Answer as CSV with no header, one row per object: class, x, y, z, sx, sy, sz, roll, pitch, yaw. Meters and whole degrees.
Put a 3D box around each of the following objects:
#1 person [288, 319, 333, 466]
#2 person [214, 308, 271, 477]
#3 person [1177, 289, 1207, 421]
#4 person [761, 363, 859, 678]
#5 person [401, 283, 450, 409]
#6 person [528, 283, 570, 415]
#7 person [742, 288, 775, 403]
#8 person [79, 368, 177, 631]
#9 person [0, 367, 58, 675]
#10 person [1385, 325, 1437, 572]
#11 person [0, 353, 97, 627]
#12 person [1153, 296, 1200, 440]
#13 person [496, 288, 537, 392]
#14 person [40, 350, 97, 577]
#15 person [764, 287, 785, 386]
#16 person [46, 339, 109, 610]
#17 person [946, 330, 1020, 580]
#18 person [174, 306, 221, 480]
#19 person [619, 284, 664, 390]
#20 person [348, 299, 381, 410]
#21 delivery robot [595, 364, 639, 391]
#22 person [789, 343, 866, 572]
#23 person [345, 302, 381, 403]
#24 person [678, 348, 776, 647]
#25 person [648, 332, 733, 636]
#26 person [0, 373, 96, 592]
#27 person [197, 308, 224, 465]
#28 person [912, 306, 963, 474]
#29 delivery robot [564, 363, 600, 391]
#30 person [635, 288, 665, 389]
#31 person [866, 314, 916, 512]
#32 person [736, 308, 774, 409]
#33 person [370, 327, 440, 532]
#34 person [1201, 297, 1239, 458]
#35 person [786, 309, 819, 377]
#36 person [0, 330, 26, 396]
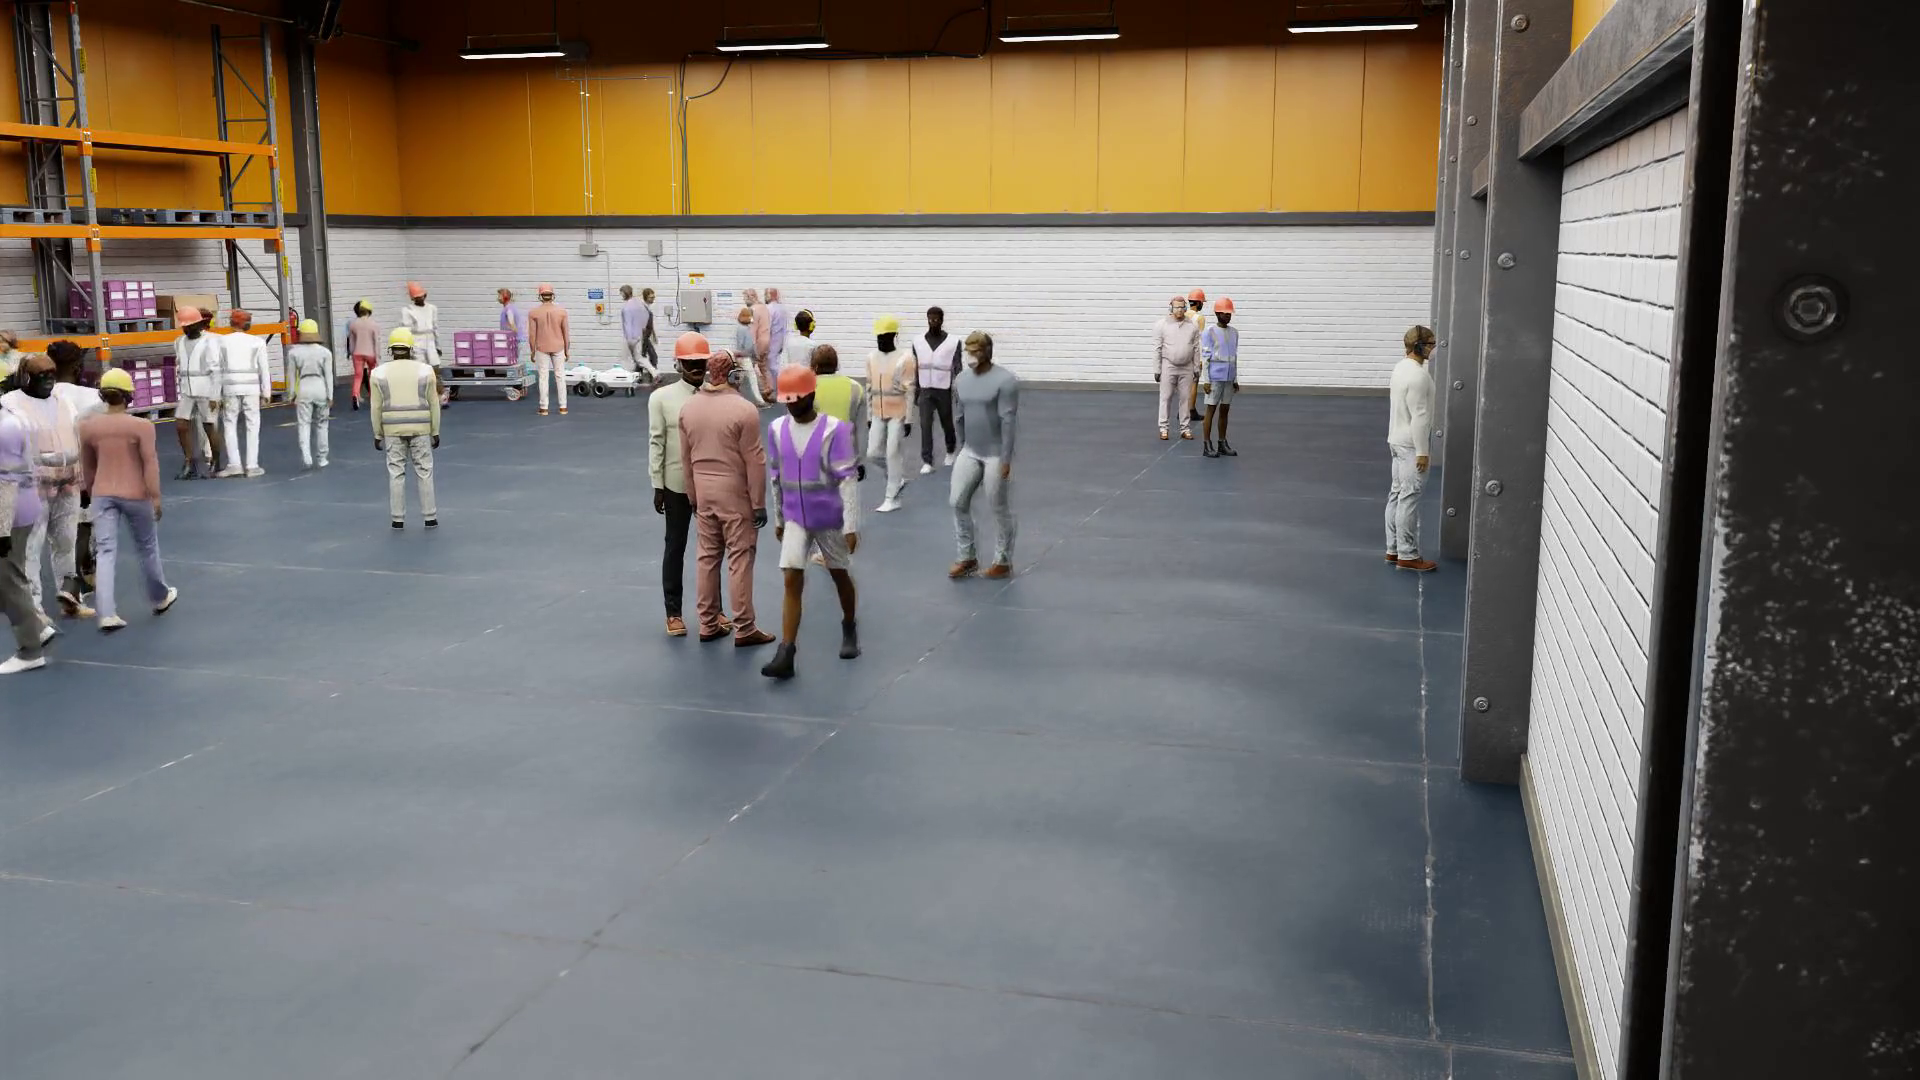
person,-7.475,-1.681,19.171,0.494,1.724,0.657,-3,10,-15
person,-7.982,-1.628,18.450,0.632,1.869,0.441,-3,11,-18
person,3.434,-2.718,24.459,0.382,1.933,0.542,-6,12,-31
person,-0.874,-0.133,10.013,0.610,1.867,1.031,3,11,19
person,-8.350,-3.017,26.007,0.860,1.978,0.693,9,13,41
person,-6.235,-2.894,25.270,0.610,1.993,0.380,-4,11,-22
person,-3.279,-3.149,27.063,0.501,1.872,0.745,2,10,14
person,-5.641,-0.287,11.238,0.549,1.722,0.885,-1,10,-3
person,-5.703,-0.139,9.885,0.421,1.910,0.601,-7,12,-36
person,3.574,-0.725,13.143,0.373,1.940,0.630,0,10,-2
person,-6.176,-0.341,11.251,0.429,1.842,0.626,5,11,26
person,2.867,-2.264,21.982,0.644,1.903,0.401,-2,10,-11
person,-7.834,-3.498,29.183,0.618,1.826,0.564,-3,11,-19
person,-6.989,-0.615,12.897,0.600,1.806,0.772,2,10,12
person,-3.080,-3.295,27.858,0.735,1.881,0.652,2,10,12
person,-6.283,-0.451,11.700,0.618,1.915,1.019,-2,10,-10
person,0.164,-0.624,12.648,0.651,1.918,0.642,8,13,37
person,-8.337,-1.585,18.087,0.564,1.905,0.712,2,10,12
person,-5.736,-3.573,29.413,0.924,1.895,0.629,2,10,13
person,-9.293,-2.883,25.931,0.520,1.737,0.775,-1,10,-5
delivery robot,-5.817,-2.743,28.226,0.707,0.478,0.477,1,10,5
person,-1.023,-0.623,12.970,0.635,1.816,0.910,-5,11,-27
person,-9.822,-3.093,27.369,0.549,1.644,0.890,3,11,19
person,-1.477,-0.269,10.653,0.644,1.908,0.408,6,12,32
person,-1.754,-0.374,11.000,0.608,1.995,0.377,-6,12,-30
person,-6.704,-0.382,11.985,0.843,1.639,0.546,-4,11,-24
person,-8.903,-1.821,19.679,0.511,1.818,0.962,-3,10,-16
person,-0.241,-1.730,18.998,0.597,1.892,0.868,2,10,13
delivery robot,-6.487,-2.798,28.535,0.707,0.478,0.477,6,12,32
person,-5.584,-3.617,29.923,0.728,1.805,0.642,0,10,-2
person,-0.667,-1.224,16.062,0.585,1.912,0.465,7,12,34
person,-3.378,-2.860,26.212,0.849,1.589,0.512,1,10,7
person,-4.967,-0.988,14.933,0.588,1.834,0.403,-3,11,-18
person,3.177,-1.971,20.205,0.545,1.939,0.354,-6,12,-33
person,-1.666,-1.567,18.092,0.515,1.877,0.328,9,13,40
person,-10.572,-1.524,18.563,0.529,1.621,0.500,2,10,9
